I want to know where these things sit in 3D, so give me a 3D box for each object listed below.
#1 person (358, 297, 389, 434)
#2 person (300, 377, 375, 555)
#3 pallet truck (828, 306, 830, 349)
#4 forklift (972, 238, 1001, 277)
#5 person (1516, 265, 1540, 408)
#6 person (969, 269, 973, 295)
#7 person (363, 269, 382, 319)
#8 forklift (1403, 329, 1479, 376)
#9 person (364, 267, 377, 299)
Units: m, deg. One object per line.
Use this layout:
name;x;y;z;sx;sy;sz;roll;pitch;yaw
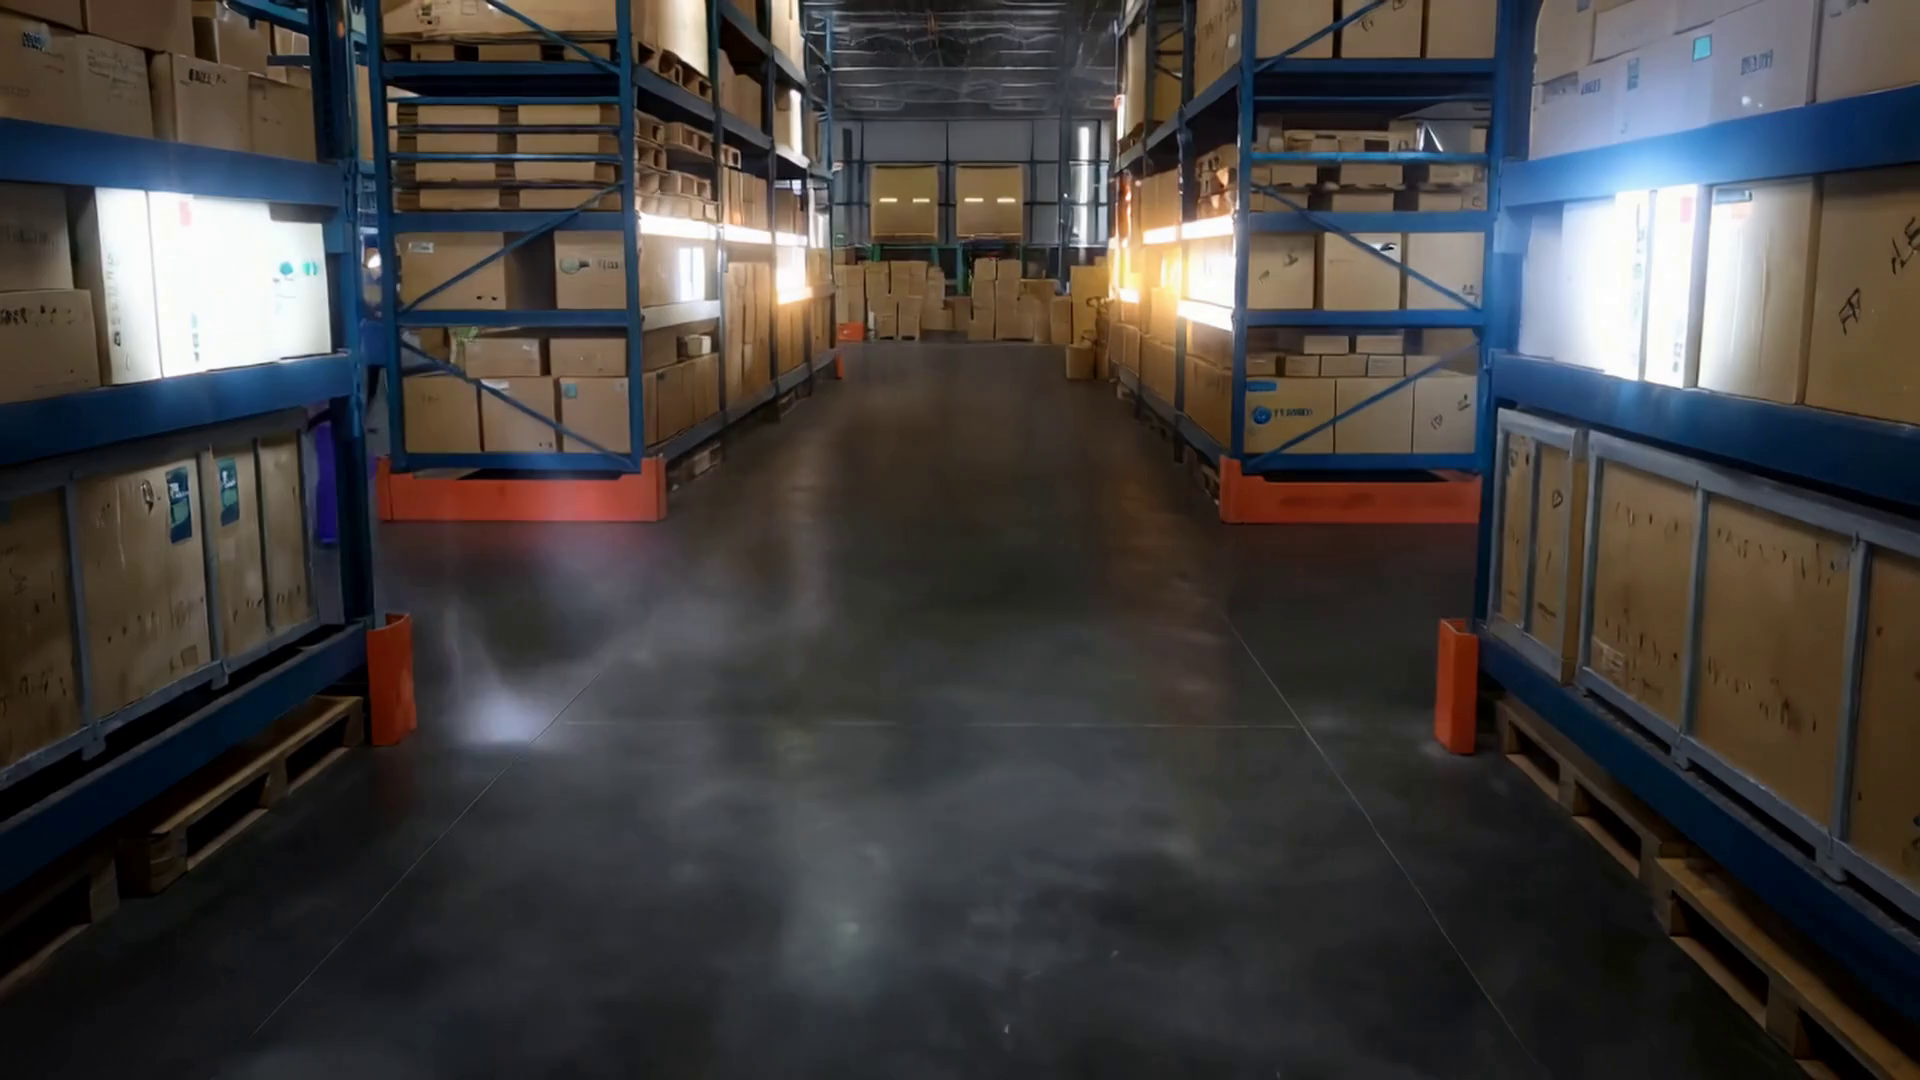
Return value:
person;-6.887;-2.062;19.679;0.290;1.623;0.501;7;12;35
person;-4.316;-0.800;11.536;0.455;1.828;0.625;-2;10;-13
pallet truck;-3.100;-3.940;29.800;1.885;1.965;0.823;3;10;19
forklift;0.866;-8.550;54.779;1.129;2.768;1.873;0;9;1
person;3.141;-0.506;9.147;0.501;2.022;0.649;2;10;12
person;0.462;-8.683;58.587;1.022;1.889;0.546;6;11;31
person;-15.278;-6.082;43.109;1.081;1.842;0.618;-3;10;-18
forklift;7.972;-3.737;25.946;1.873;2.768;1.129;0;9;1
person;-19.310;-7.997;54.517;0.619;1.858;0.975;4;10;25
